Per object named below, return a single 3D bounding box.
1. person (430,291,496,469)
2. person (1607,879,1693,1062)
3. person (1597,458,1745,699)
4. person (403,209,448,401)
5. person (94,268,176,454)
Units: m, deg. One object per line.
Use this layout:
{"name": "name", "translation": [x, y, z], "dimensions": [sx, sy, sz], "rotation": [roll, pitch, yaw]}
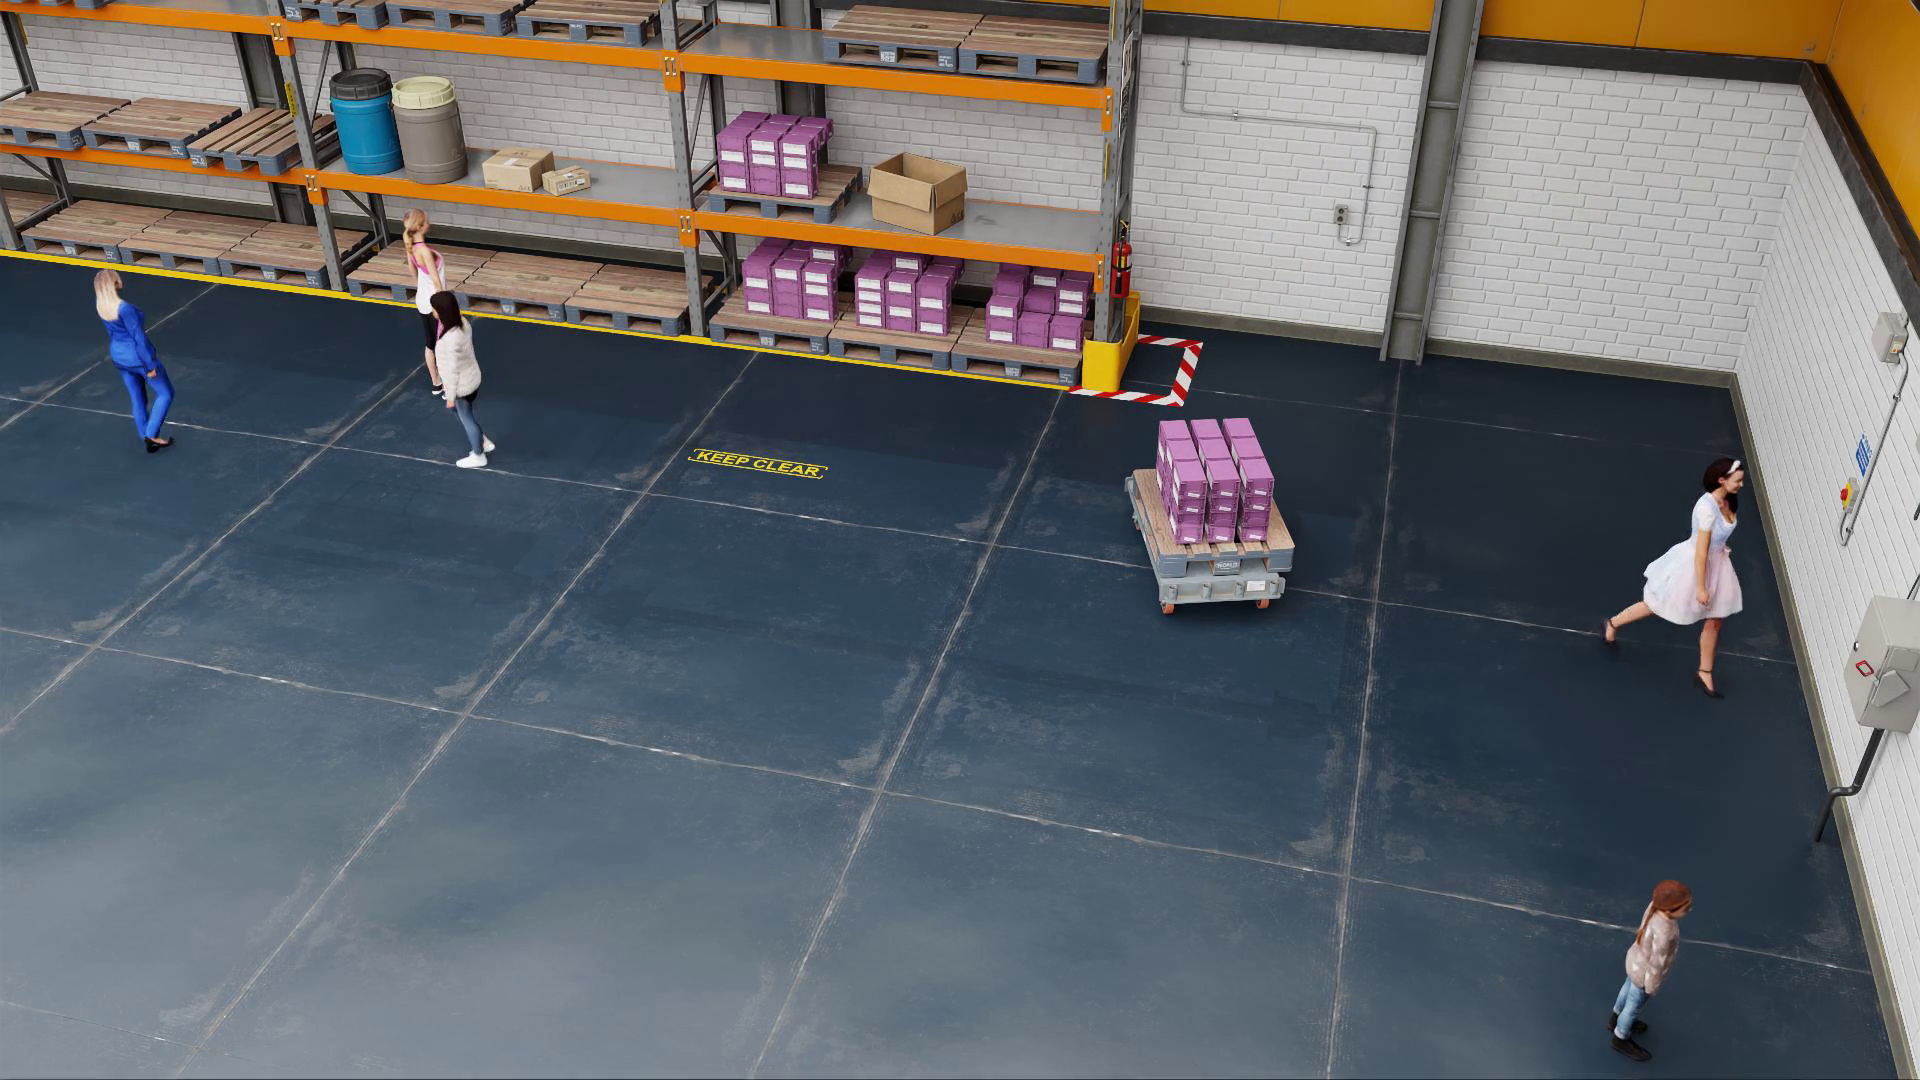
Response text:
{"name": "person", "translation": [-4.082, -1.337, 13.856], "dimensions": [0.702, 1.631, 0.725], "rotation": [-4, 34, -6]}
{"name": "person", "translation": [3.660, 2.250, 8.855], "dimensions": [0.448, 1.194, 0.487], "rotation": [9, 35, 13]}
{"name": "person", "translation": [4.924, 0.224, 11.378], "dimensions": [1.085, 1.775, 1.270], "rotation": [-26, 41, -33]}
{"name": "person", "translation": [-4.733, -2.106, 14.872], "dimensions": [0.745, 1.787, 0.635], "rotation": [-27, 42, -34]}
{"name": "person", "translation": [-7.006, -1.453, 13.975], "dimensions": [0.604, 1.693, 0.761], "rotation": [17, 37, 24]}
